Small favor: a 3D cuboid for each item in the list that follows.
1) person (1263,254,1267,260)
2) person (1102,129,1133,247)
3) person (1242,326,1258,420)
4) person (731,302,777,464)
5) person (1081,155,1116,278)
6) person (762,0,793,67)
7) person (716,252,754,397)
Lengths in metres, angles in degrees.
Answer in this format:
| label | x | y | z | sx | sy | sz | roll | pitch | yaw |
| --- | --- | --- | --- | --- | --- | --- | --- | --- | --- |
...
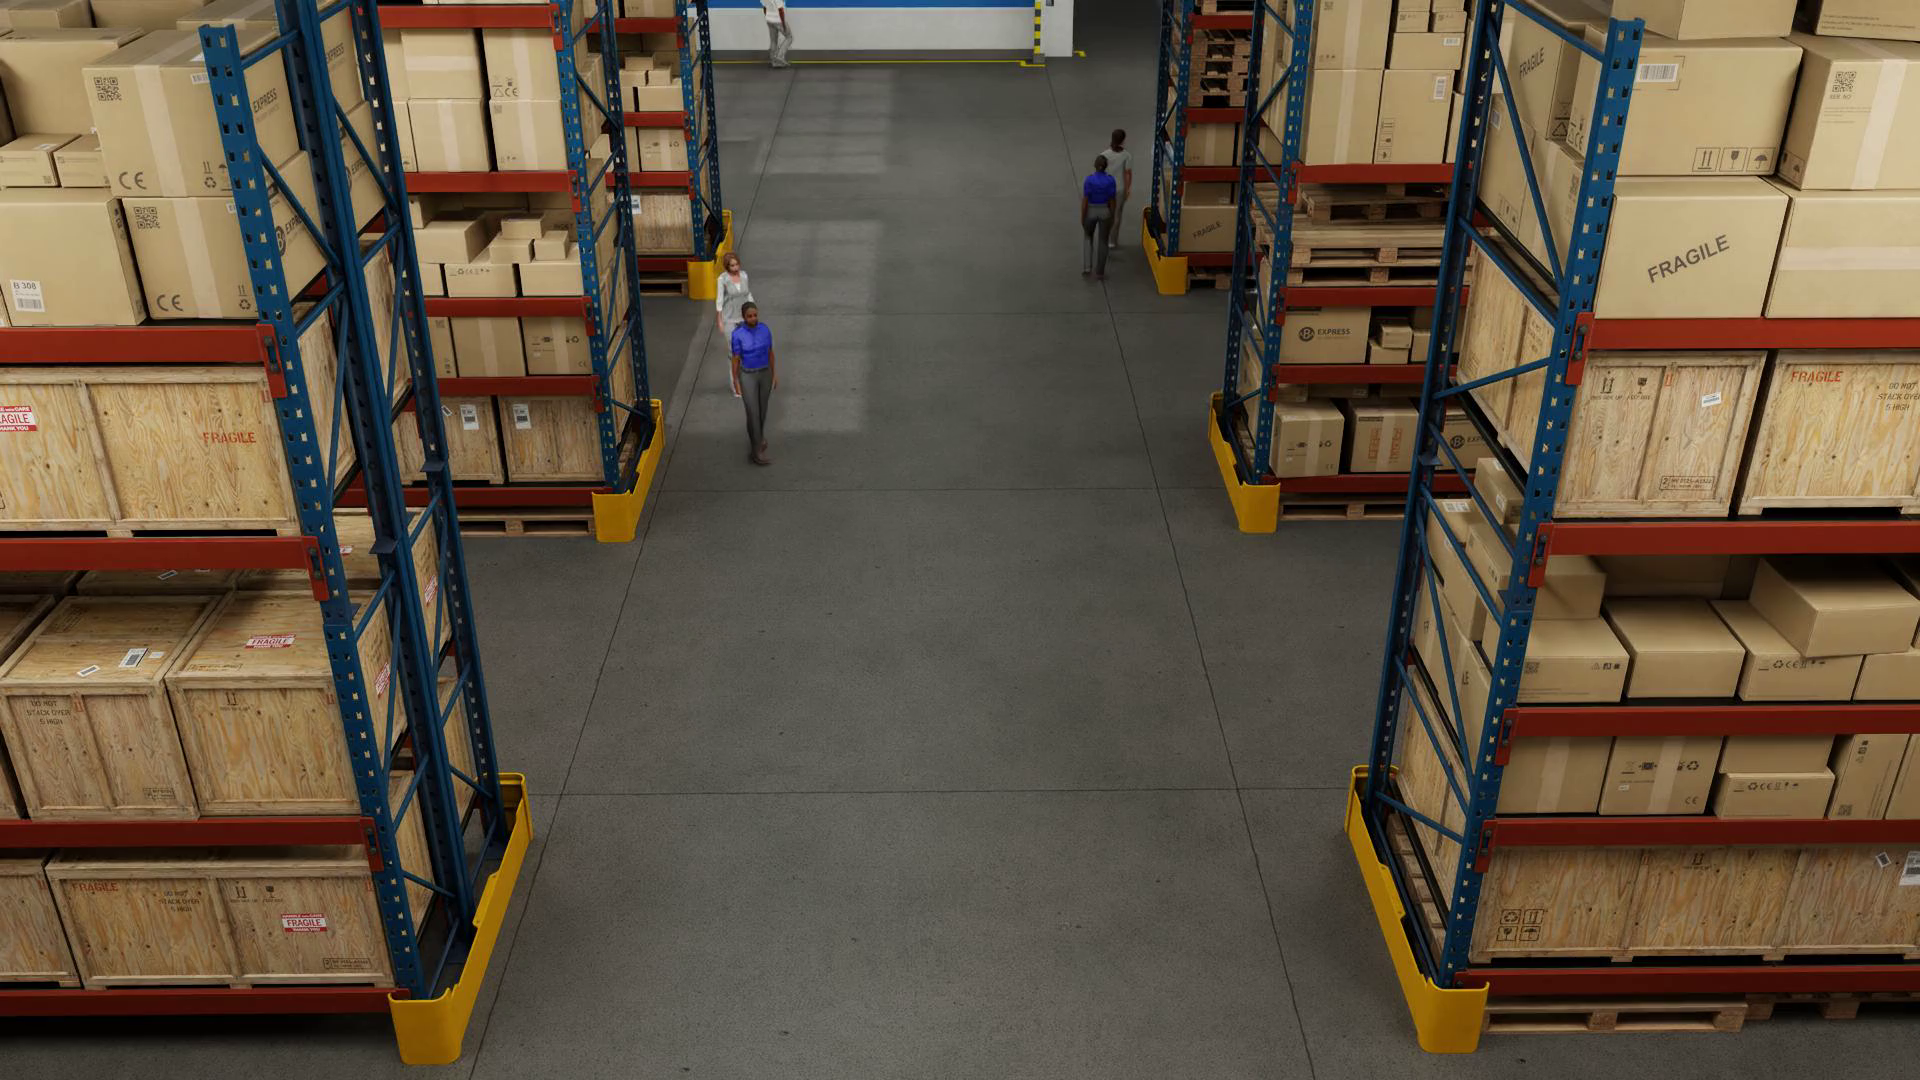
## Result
| label | x | y | z | sx | sy | sz | roll | pitch | yaw |
| --- | --- | --- | --- | --- | --- | --- | --- | --- | --- |
| person | 3.713 | -2.818 | 19.230 | 0.553 | 1.662 | 0.467 | 15 | 32 | 26 |
| person | 2.125 | -4.823 | 22.940 | 0.477 | 1.673 | 0.666 | 1 | 28 | 1 |
| person | 3.415 | -2.083 | 17.751 | 0.870 | 1.754 | 0.599 | -1 | 28 | -1 |
| person | -2.062 | -1.636 | 17.062 | 0.451 | 1.647 | 0.747 | -16 | 32 | -27 |
| person | 1.827 | -4.278 | 21.986 | 0.451 | 1.683 | 0.410 | 2 | 28 | 3 |
| person | -3.619 | -10.304 | 33.018 | 0.595 | 1.763 | 0.476 | 18 | 33 | 30 |
| person | -2.471 | -2.443 | 18.616 | 0.428 | 1.603 | 0.500 | -20 | 34 | -32 |
